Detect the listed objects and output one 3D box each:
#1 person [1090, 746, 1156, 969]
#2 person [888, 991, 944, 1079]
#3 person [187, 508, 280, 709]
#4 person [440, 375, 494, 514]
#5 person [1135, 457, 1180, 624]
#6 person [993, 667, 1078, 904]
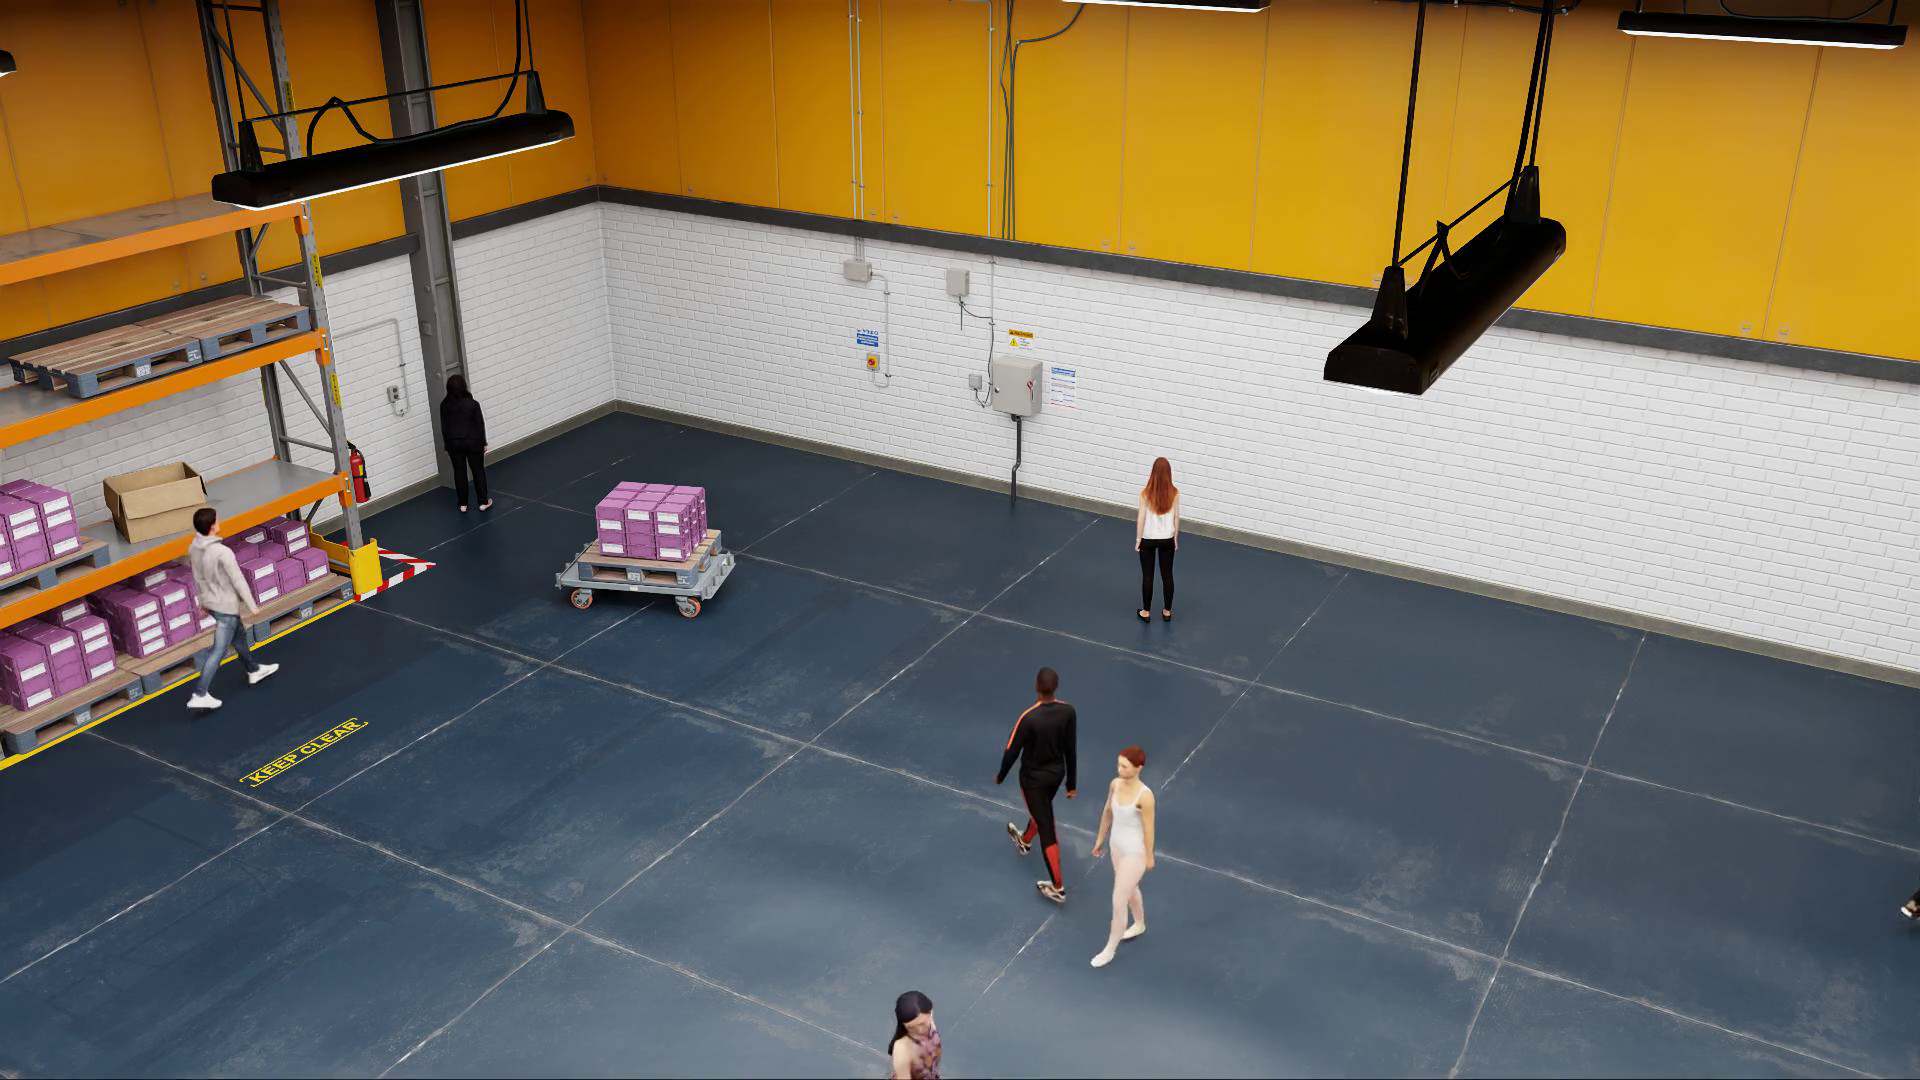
[{"bbox_3d":[1.241,2.140,11.622,0.935,1.621,0.769,-15,28,-31],"label":"person"},{"bbox_3d":[-0.251,3.108,9.239,0.813,1.756,0.685,1,24,2],"label":"person"},{"bbox_3d":[-6.652,0.640,14.815,0.675,1.811,1.230,14,27,28],"label":"person"},{"bbox_3d":[-5.670,-1.102,19.049,0.762,1.611,0.799,-2,24,-4],"label":"person"},{"bbox_3d":[1.952,-0.001,16.394,0.648,1.721,0.675,-2,24,-5],"label":"person"},{"bbox_3d":[0.664,1.824,12.171,1.182,1.760,1.074,-14,27,-30],"label":"person"}]
